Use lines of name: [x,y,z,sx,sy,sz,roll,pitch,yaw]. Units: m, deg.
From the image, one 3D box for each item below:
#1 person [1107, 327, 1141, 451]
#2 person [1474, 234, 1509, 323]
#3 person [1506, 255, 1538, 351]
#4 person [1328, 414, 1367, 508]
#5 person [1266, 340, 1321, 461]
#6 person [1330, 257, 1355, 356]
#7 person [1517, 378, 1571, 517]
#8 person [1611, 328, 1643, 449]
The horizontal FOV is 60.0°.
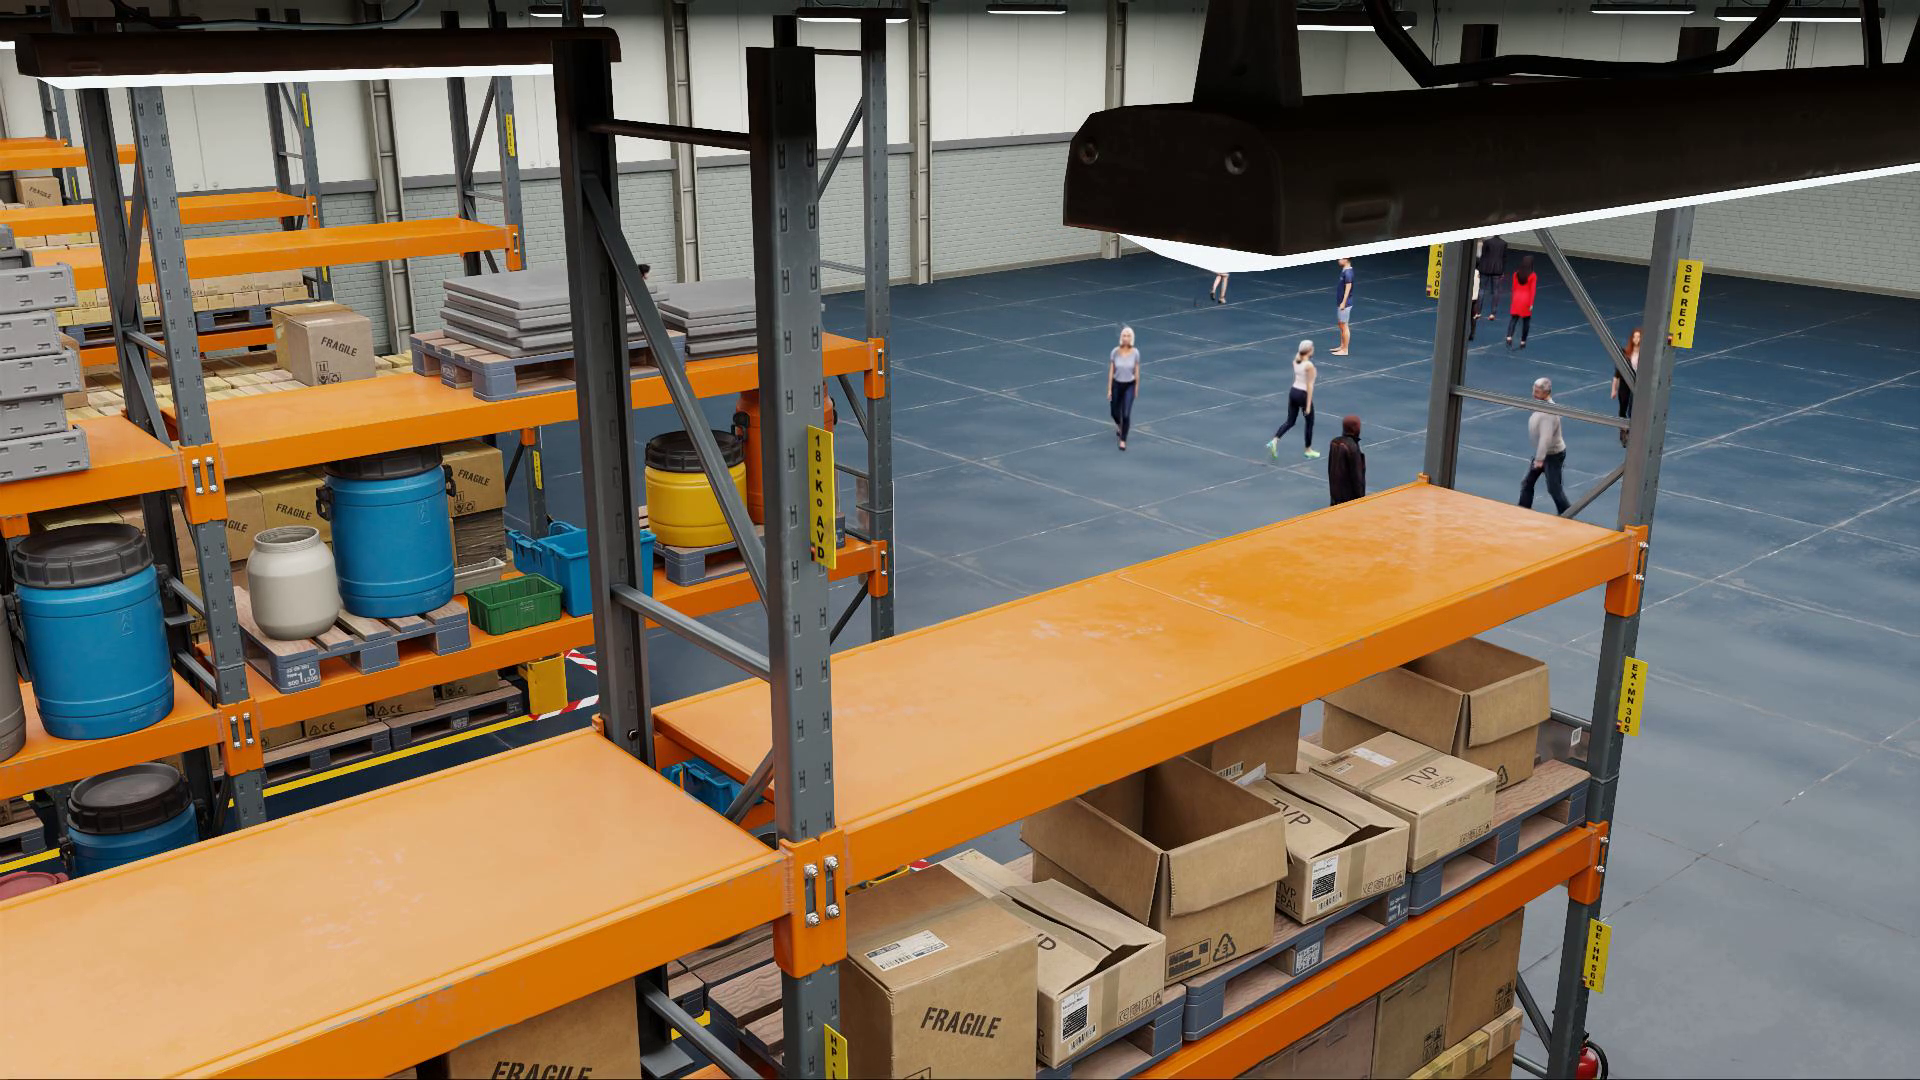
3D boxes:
person: [2.313,-2.167,23.574,0.931,1.706,1.024,3,18,8]
person: [9.460,-4.808,29.754,0.821,1.782,0.788,2,18,6]
person: [10.044,-4.217,29.846,0.785,1.719,1.086,12,21,32]
person: [4.216,-0.494,18.250,0.724,1.821,0.770,-7,19,-20]
person: [4.584,-1.885,22.751,1.138,1.680,0.749,-10,20,-28]
person: [6.879,-4.241,29.724,0.771,1.842,0.698,3,18,8]
person: [7.069,-1.010,19.781,1.211,1.854,1.134,3,18,8]
person: [9.525,-2.163,23.626,1.023,1.665,1.273,7,19,20]
